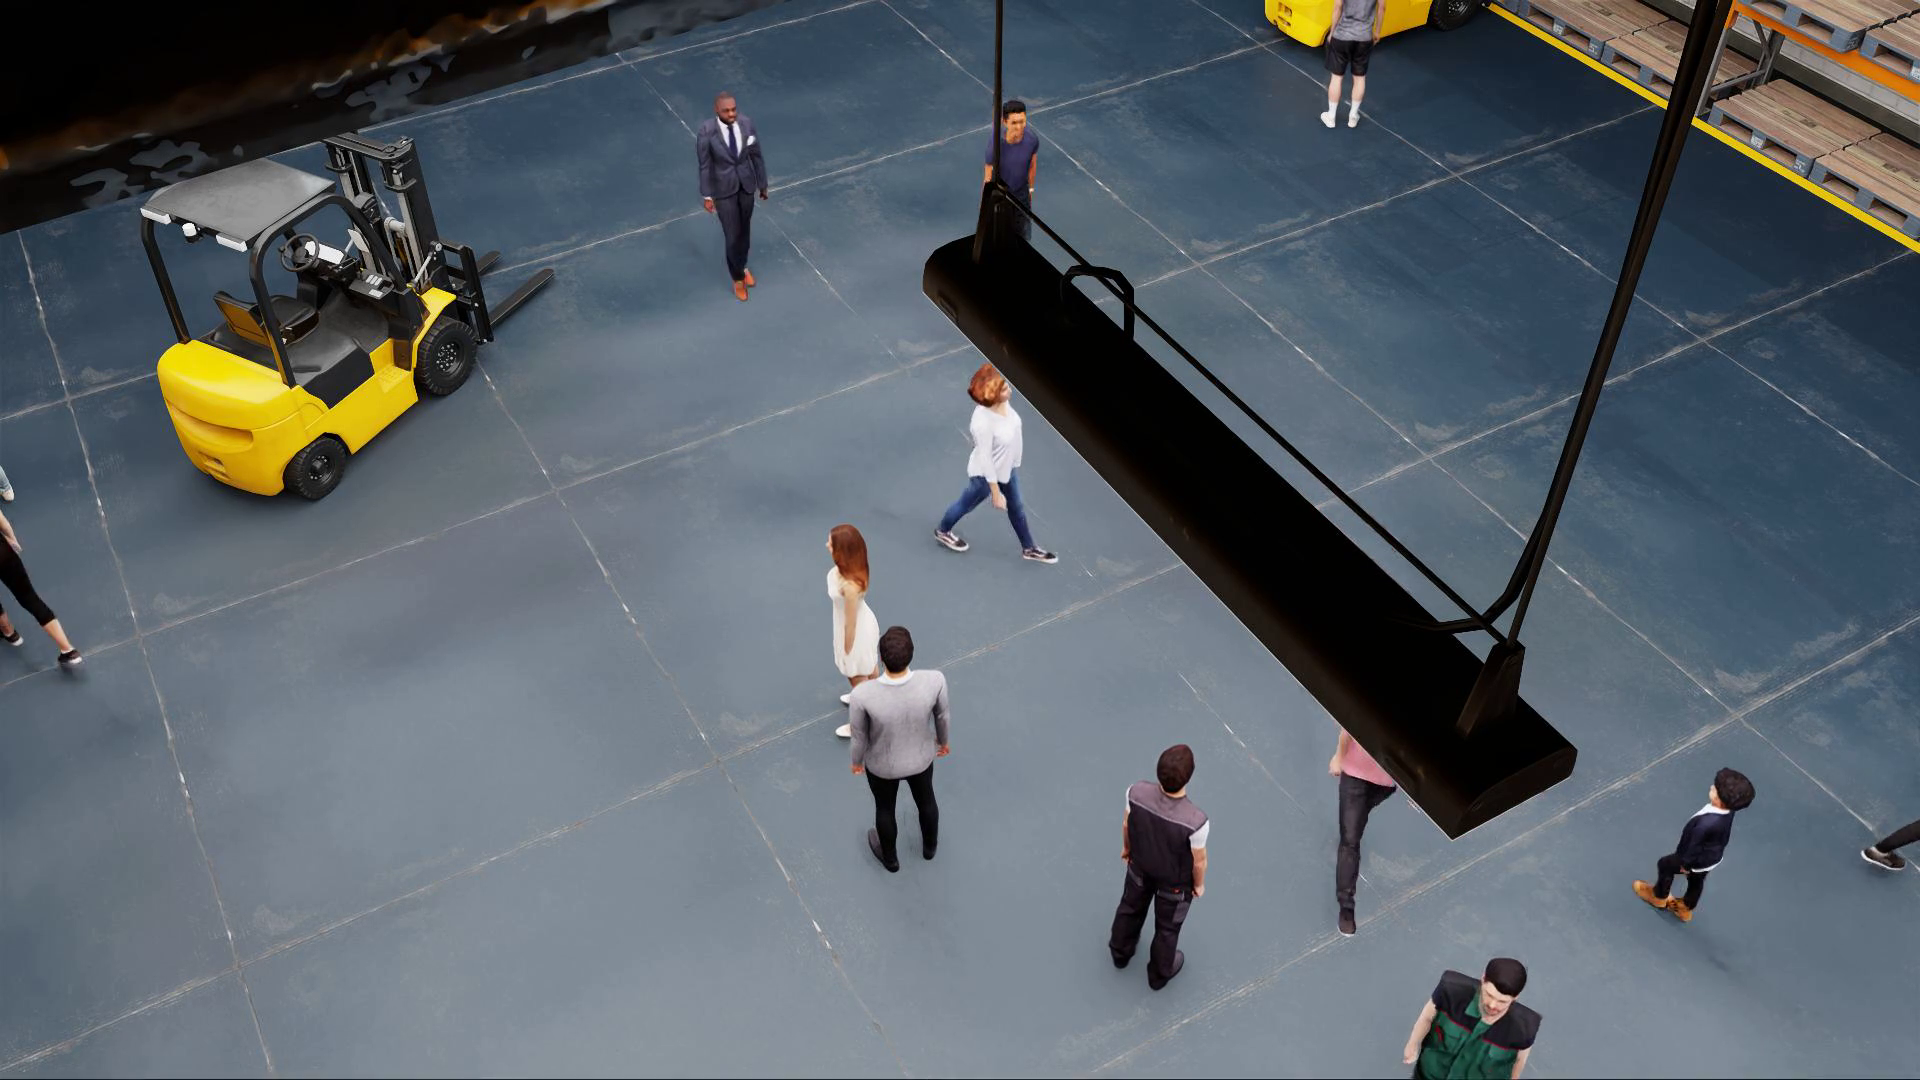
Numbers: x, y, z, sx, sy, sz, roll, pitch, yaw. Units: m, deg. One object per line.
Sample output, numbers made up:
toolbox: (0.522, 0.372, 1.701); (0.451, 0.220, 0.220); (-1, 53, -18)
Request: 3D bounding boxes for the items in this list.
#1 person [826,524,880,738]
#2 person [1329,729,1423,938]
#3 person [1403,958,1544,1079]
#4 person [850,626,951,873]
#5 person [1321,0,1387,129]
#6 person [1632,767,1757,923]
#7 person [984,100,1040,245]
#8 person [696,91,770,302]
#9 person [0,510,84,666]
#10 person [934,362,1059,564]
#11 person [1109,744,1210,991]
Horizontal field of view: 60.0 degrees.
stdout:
person: (-0.648, 0.546, 10.322); (0.703, 1.709, 0.603); (0, 44, 0)
person: (2.360, 1.227, 9.458); (1.071, 1.916, 1.257); (3, 44, 3)
person: (2.452, 2.537, 8.113); (1.192, 1.874, 1.053); (25, 49, 24)
person: (-0.342, 1.212, 9.470); (0.794, 1.921, 0.691); (-12, 45, -13)
person: (3.749, -4.807, 15.825); (0.743, 1.871, 0.757); (3, 44, 3)
person: (4.235, 1.773, 9.394); (0.516, 1.214, 0.579); (-24, 49, -23)
person: (0.374, -2.909, 13.924); (0.808, 1.743, 1.172); (-13, 45, -13)
person: (-1.937, -2.959, 13.929); (0.720, 1.811, 0.740); (-23, 48, -23)
person: (-6.194, 0.185, 10.714); (1.191, 1.691, 0.902); (26, 49, 25)
person: (0.118, -0.512, 11.465); (1.242, 1.667, 1.058); (19, 47, 19)
person: (1.083, 1.758, 8.953); (0.678, 1.843, 0.800); (27, 50, 25)
